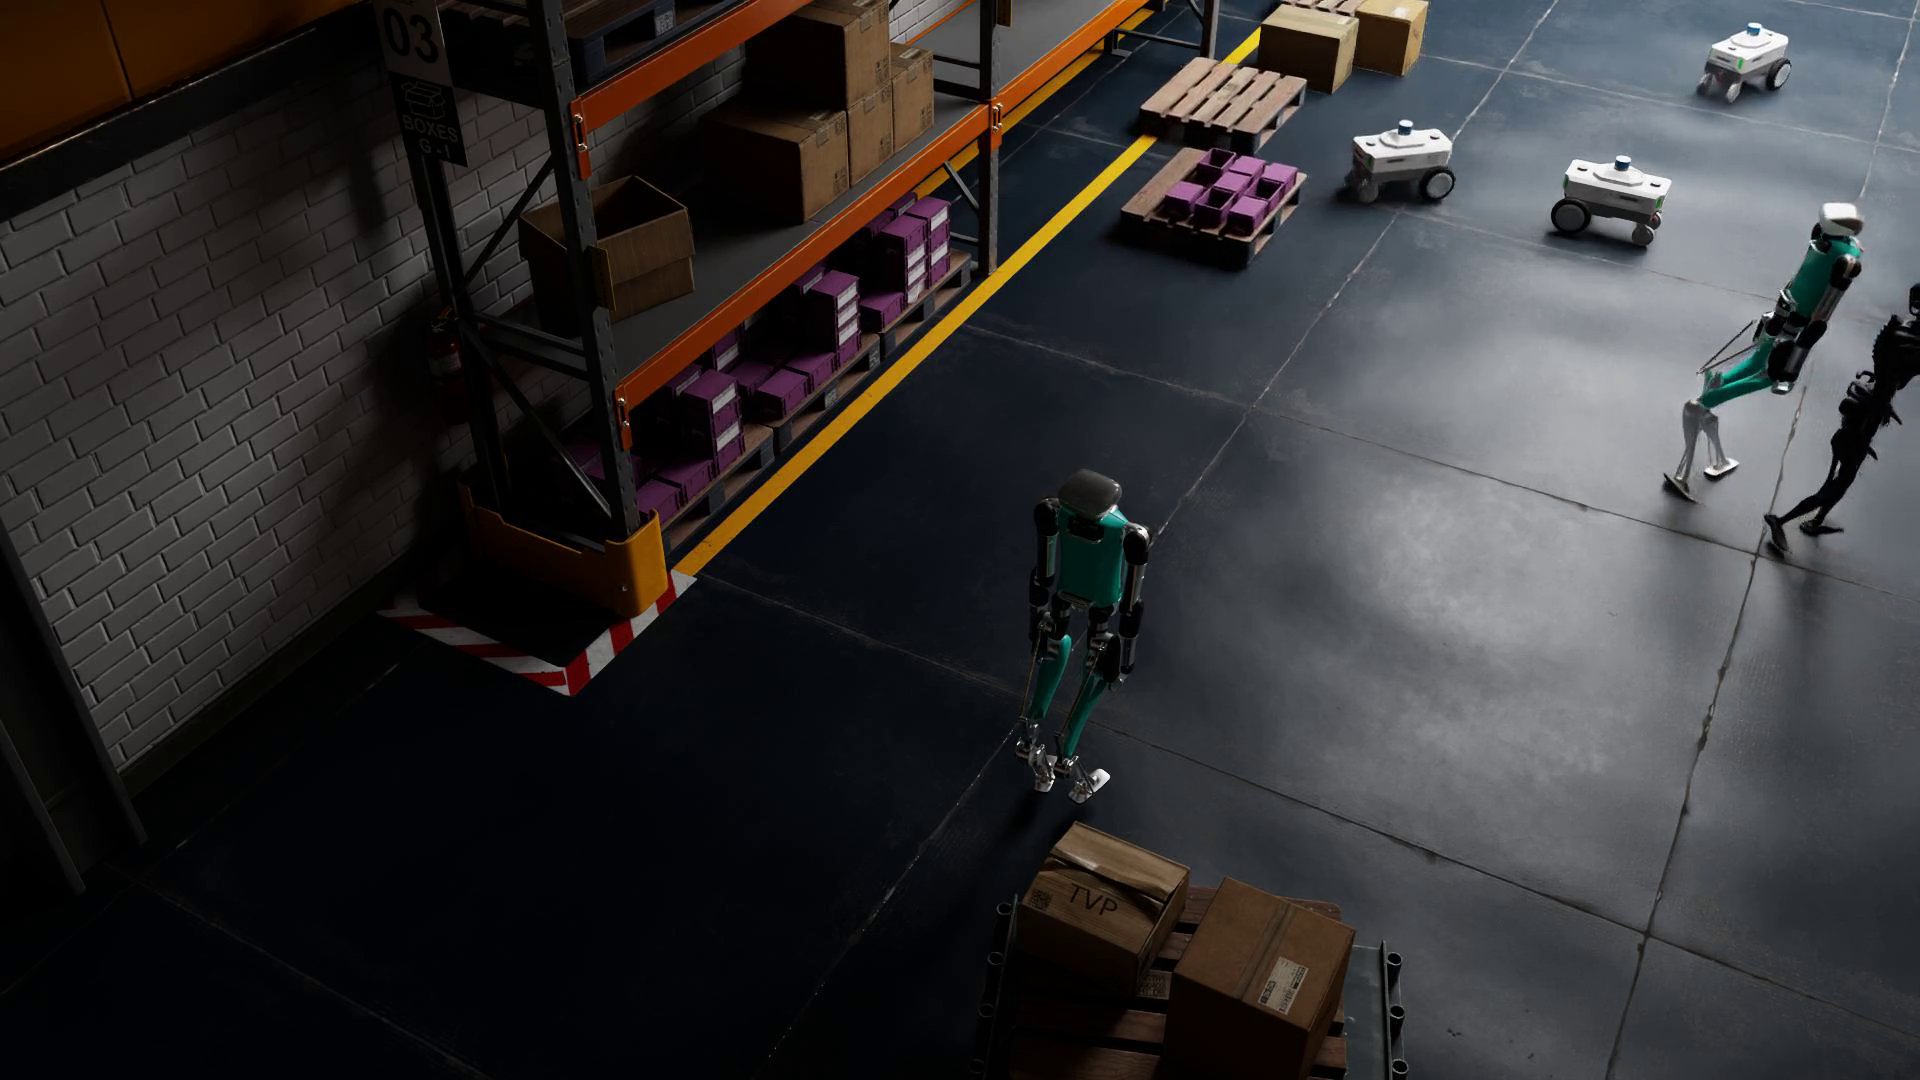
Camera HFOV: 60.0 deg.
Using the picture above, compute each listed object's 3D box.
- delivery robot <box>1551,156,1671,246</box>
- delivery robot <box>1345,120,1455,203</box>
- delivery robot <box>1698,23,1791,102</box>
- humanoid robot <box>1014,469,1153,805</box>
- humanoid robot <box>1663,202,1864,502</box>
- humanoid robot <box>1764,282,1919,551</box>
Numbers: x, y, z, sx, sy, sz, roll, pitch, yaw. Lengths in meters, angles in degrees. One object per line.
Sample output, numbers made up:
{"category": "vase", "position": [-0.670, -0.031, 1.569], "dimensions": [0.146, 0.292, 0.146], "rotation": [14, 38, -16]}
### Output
{"category": "delivery robot", "position": [4.761, -2.516, 12.113], "dimensions": [0.739, 0.566, 0.499], "rotation": [19, 42, 22]}
{"category": "delivery robot", "position": [3.333, -2.880, 12.585], "dimensions": [0.785, 0.587, 0.499], "rotation": [-8, 39, -10]}
{"category": "delivery robot", "position": [6.655, -4.080, 14.076], "dimensions": [0.757, 0.577, 0.499], "rotation": [-25, 45, -28]}
{"category": "humanoid robot", "position": [0.449, 0.538, 7.265], "dimensions": [0.533, 1.677, 0.735], "rotation": [19, 42, 22]}
{"category": "humanoid robot", "position": [4.407, -1.063, 9.374], "dimensions": [0.871, 1.777, 0.598], "rotation": [6, 39, 7]}
{"category": "humanoid robot", "position": [4.820, -0.681, 8.949], "dimensions": [0.467, 1.648, 0.609], "rotation": [23, 44, 26]}
